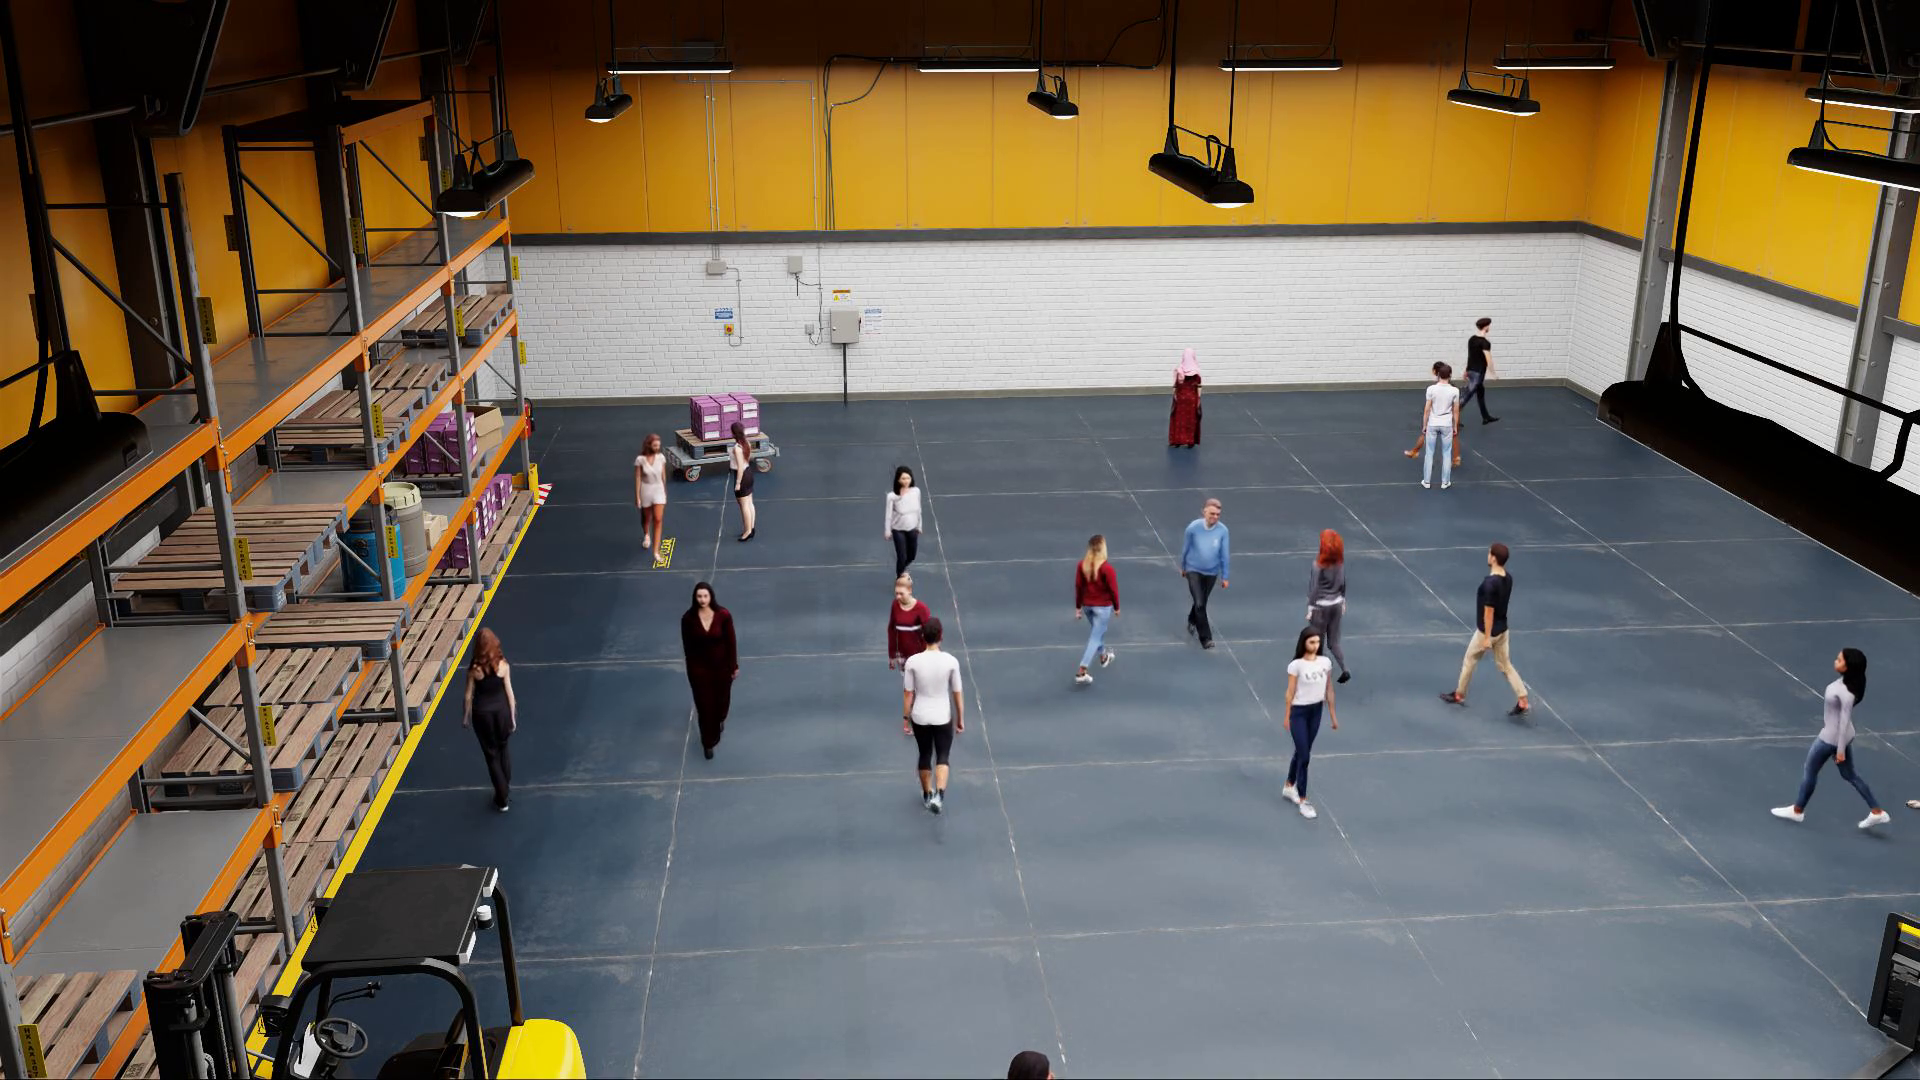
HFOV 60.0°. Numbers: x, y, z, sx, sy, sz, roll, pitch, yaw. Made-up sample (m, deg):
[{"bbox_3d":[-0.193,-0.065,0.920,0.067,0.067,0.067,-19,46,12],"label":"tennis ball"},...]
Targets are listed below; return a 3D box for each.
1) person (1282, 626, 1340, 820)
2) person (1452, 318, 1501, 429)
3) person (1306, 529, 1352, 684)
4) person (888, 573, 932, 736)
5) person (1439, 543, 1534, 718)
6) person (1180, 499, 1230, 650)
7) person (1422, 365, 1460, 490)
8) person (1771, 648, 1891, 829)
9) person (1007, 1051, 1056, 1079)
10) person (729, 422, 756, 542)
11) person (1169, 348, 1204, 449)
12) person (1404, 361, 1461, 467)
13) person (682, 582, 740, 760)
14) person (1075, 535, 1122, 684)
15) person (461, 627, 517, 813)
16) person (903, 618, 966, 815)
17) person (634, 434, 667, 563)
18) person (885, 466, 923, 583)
[{"bbox_3d":[3.094,1.590,15.163,0.798,1.757,0.945,-10,21,-27],"label":"person"},{"bbox_3d":[8.589,-2.766,27.952,0.824,1.850,1.209,-4,19,-11],"label":"person"},{"bbox_3d":[3.930,0.767,17.595,0.803,1.765,0.937,-11,21,-29],"label":"person"},{"bbox_3d":[-0.427,1.118,16.664,0.842,1.695,0.893,10,21,27],"label":"person"},{"bbox_3d":[5.511,0.969,16.923,1.141,1.811,1.262,-18,25,-42],"label":"person"},{"bbox_3d":[2.725,0.341,18.917,0.646,1.729,1.203,0,19,-1],"label":"person"},{"bbox_3d":[7.143,-1.686,24.755,0.717,1.845,0.655,4,19,12],"label":"person"},{"bbox_3d":[7.852,1.787,14.675,1.140,1.695,1.163,12,22,32],"label":"person"},{"bbox_3d":[0.379,3.596,9.265,0.752,1.720,0.539,0,19,-1],"label":"person"},{"bbox_3d":[-2.923,-0.793,22.410,0.663,1.648,0.532,3,19,10],"label":"person"},{"bbox_3d":[3.666,-2.300,26.911,0.771,1.632,0.746,5,19,15],"label":"person"},{"bbox_3d":[7.509,-1.900,25.734,1.138,1.625,1.117,14,23,36],"label":"person"},{"bbox_3d":[-2.439,1.215,16.338,0.753,1.717,1.090,-4,19,-10],"label":"person"},{"bbox_3d":[1.426,0.776,17.841,1.083,1.591,1.170,14,23,36],"label":"person"},{"bbox_3d":[-4.217,1.647,15.034,0.788,1.732,0.890,-12,22,-31],"label":"person"},{"bbox_3d":[-0.251,1.632,14.926,0.785,1.830,0.968,0,19,-1],"label":"person"},{"bbox_3d":[-4.067,-0.588,21.805,0.745,1.646,1.202,-5,19,-14],"label":"person"},{"bbox_3d":[-0.709,-0.138,20.435,0.819,1.668,0.947,-11,21,-29],"label":"person"}]
